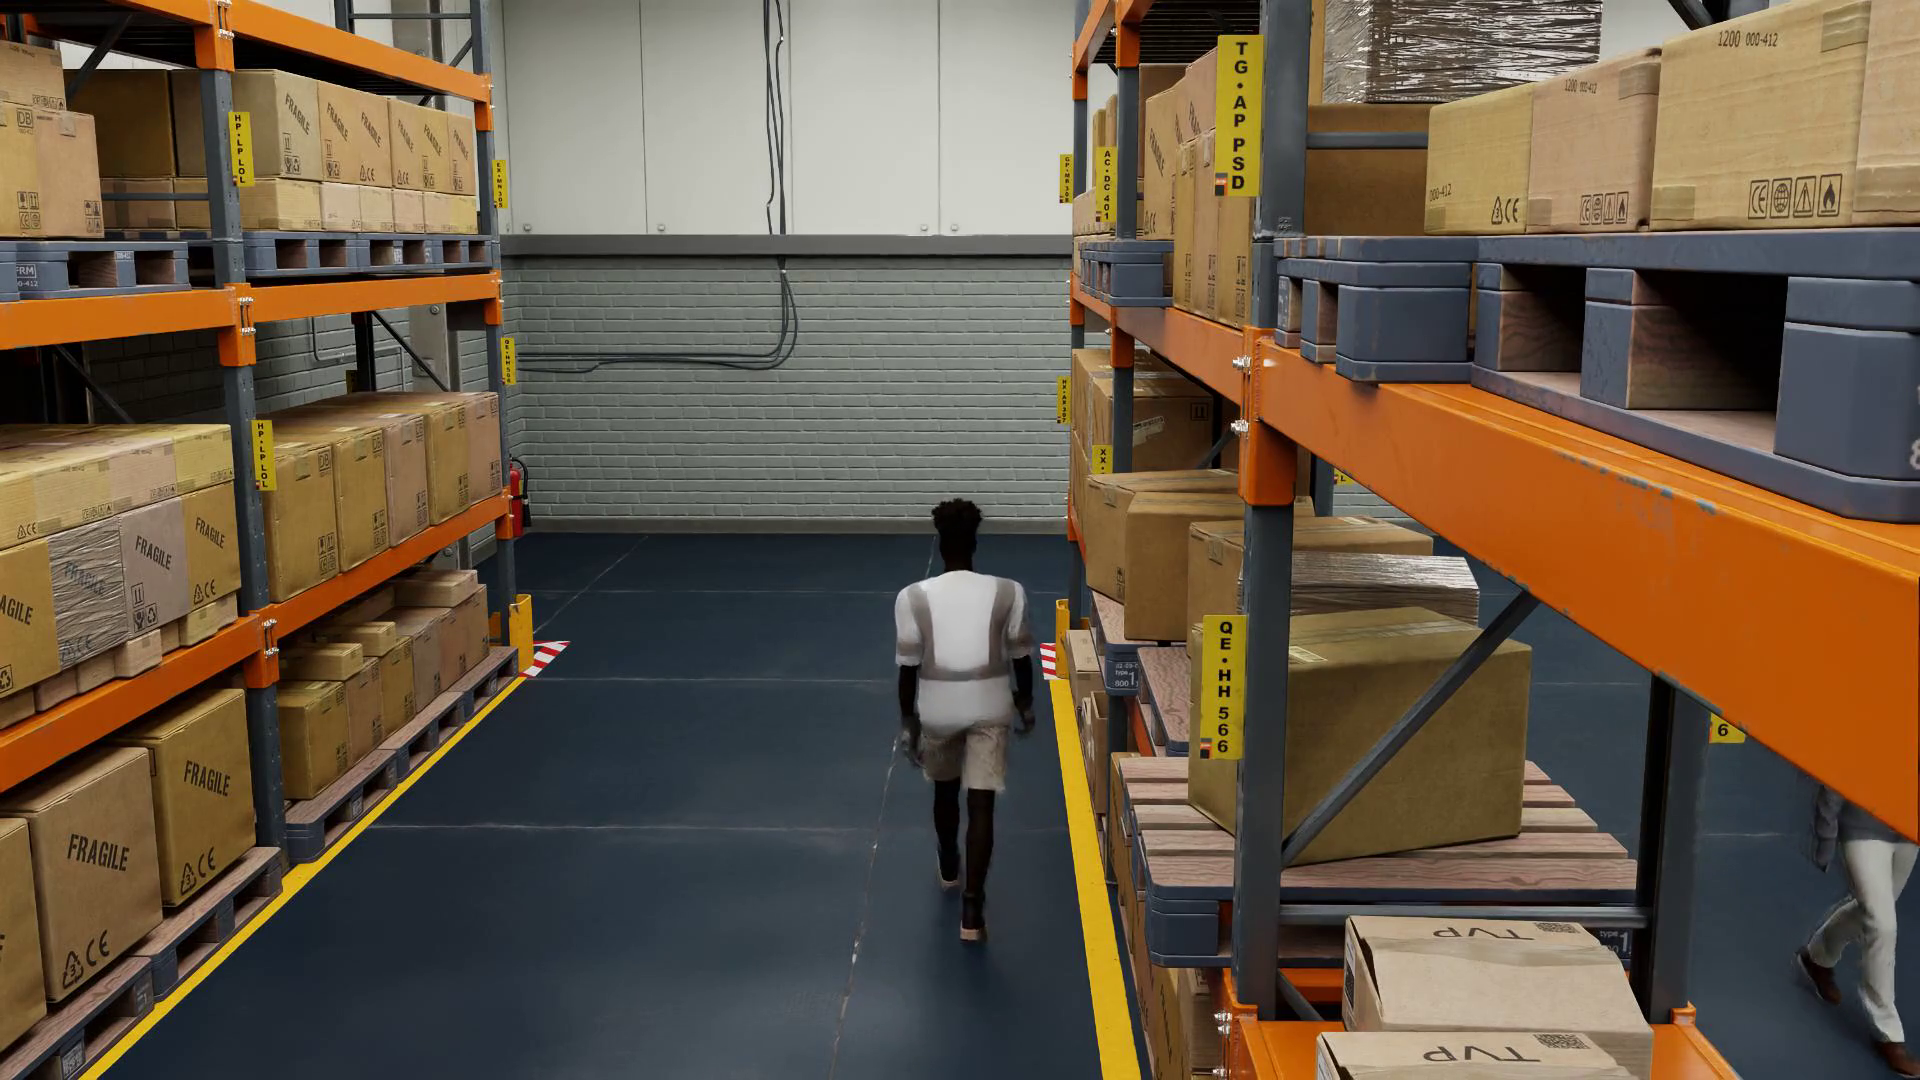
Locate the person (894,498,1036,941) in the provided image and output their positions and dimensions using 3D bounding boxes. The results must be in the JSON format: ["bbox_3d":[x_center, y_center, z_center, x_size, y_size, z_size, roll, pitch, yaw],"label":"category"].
[{"bbox_3d":[0.026,0.764,7.485,0.627,1.920,0.999,0,10,3],"label":"person"}]

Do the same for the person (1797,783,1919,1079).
[{"bbox_3d":[3.493,1.119,6.356,0.506,1.597,0.821,-2,10,-10],"label":"person"}]
